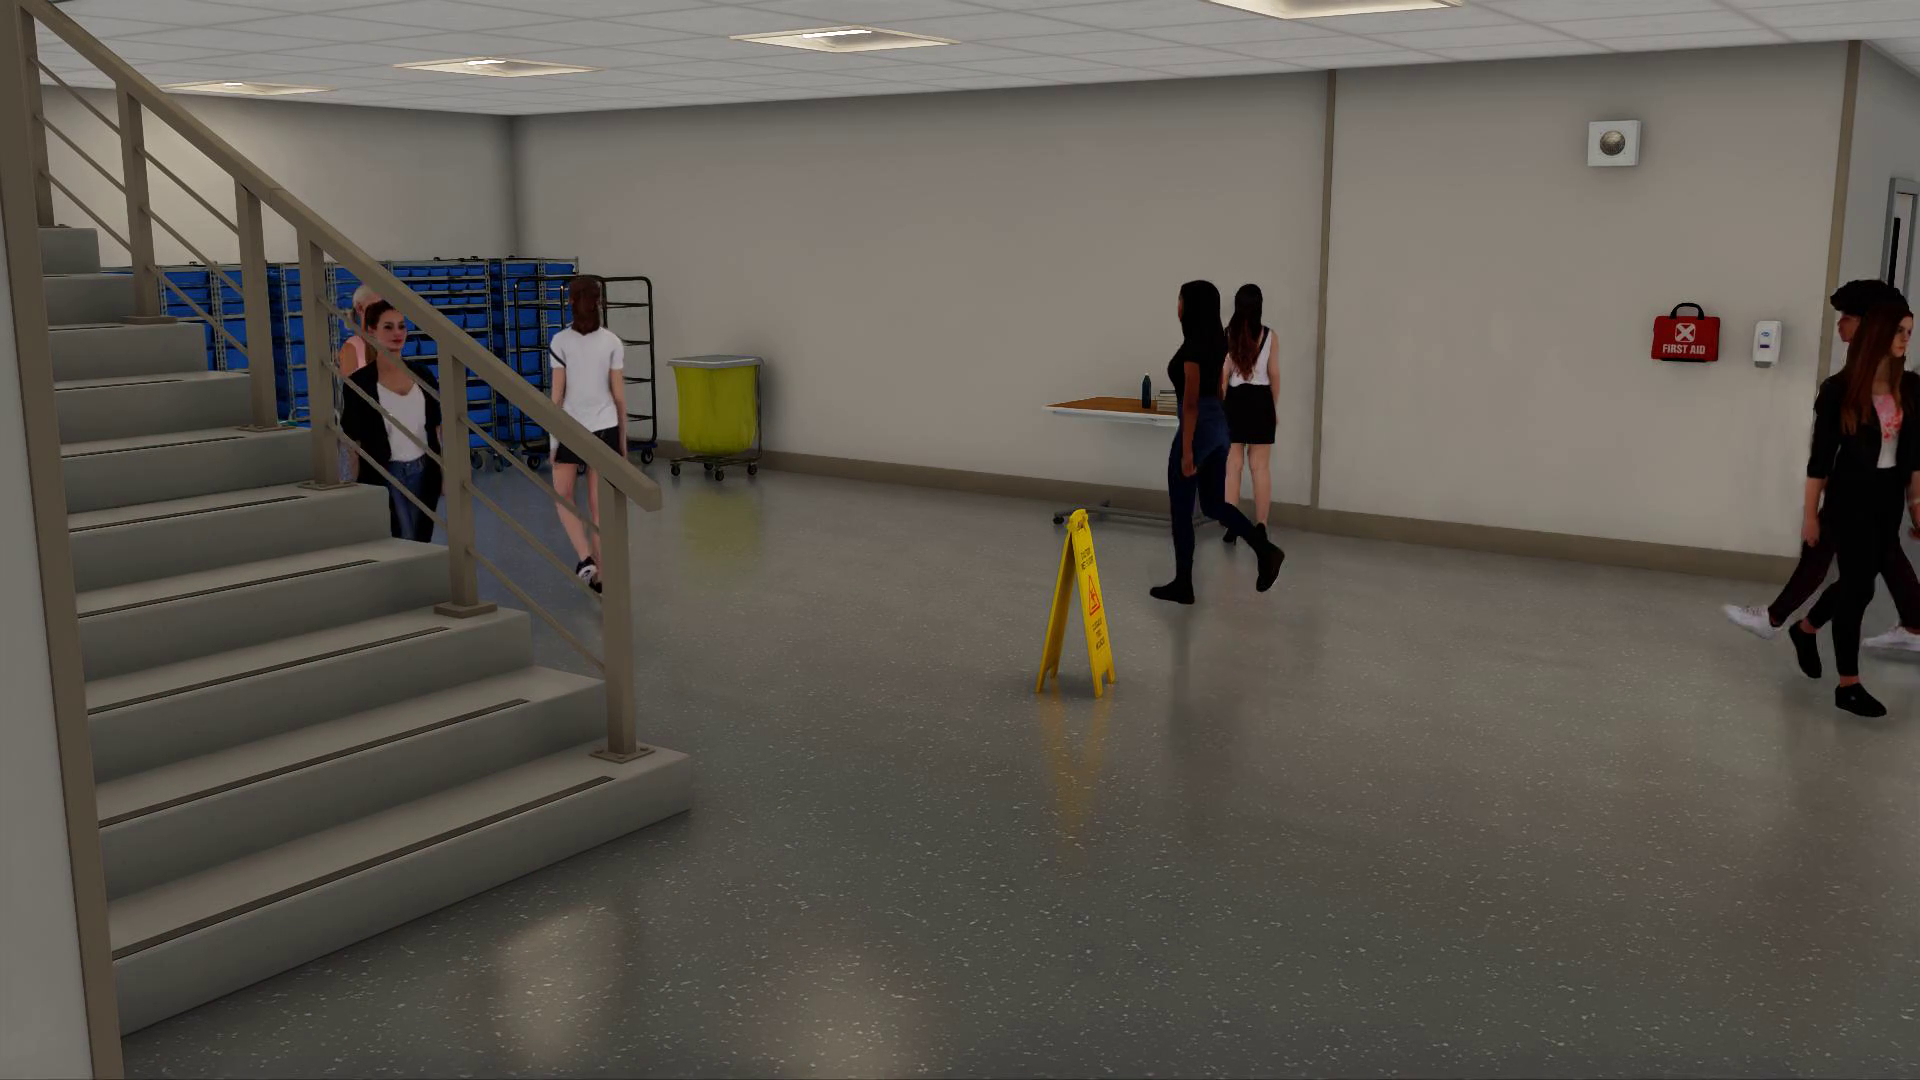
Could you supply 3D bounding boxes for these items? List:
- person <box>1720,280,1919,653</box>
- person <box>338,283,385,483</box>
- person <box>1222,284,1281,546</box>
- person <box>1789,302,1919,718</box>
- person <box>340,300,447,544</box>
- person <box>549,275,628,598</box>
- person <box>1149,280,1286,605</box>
[{"bbox_3d":[4.269,-0.287,7.675,1.152,1.730,0.765,6,12,28],"label":"person"},{"bbox_3d":[-3.182,-0.479,8.809,1.167,1.682,0.671,5,12,25],"label":"person"},{"bbox_3d":[1.818,-0.796,10.575,0.613,1.648,0.704,0,11,1],"label":"person"},{"bbox_3d":[3.779,-0.141,7.055,1.082,1.673,1.105,-1,11,-7],"label":"person"},{"bbox_3d":[-2.661,-0.259,7.732,1.048,1.653,0.713,10,15,42],"label":"person"},{"bbox_3d":[-1.983,-0.523,8.894,0.730,1.739,0.791,-5,12,-23],"label":"person"},{"bbox_3d":[1.344,-0.476,8.699,0.966,1.719,0.553,8,13,35],"label":"person"}]
